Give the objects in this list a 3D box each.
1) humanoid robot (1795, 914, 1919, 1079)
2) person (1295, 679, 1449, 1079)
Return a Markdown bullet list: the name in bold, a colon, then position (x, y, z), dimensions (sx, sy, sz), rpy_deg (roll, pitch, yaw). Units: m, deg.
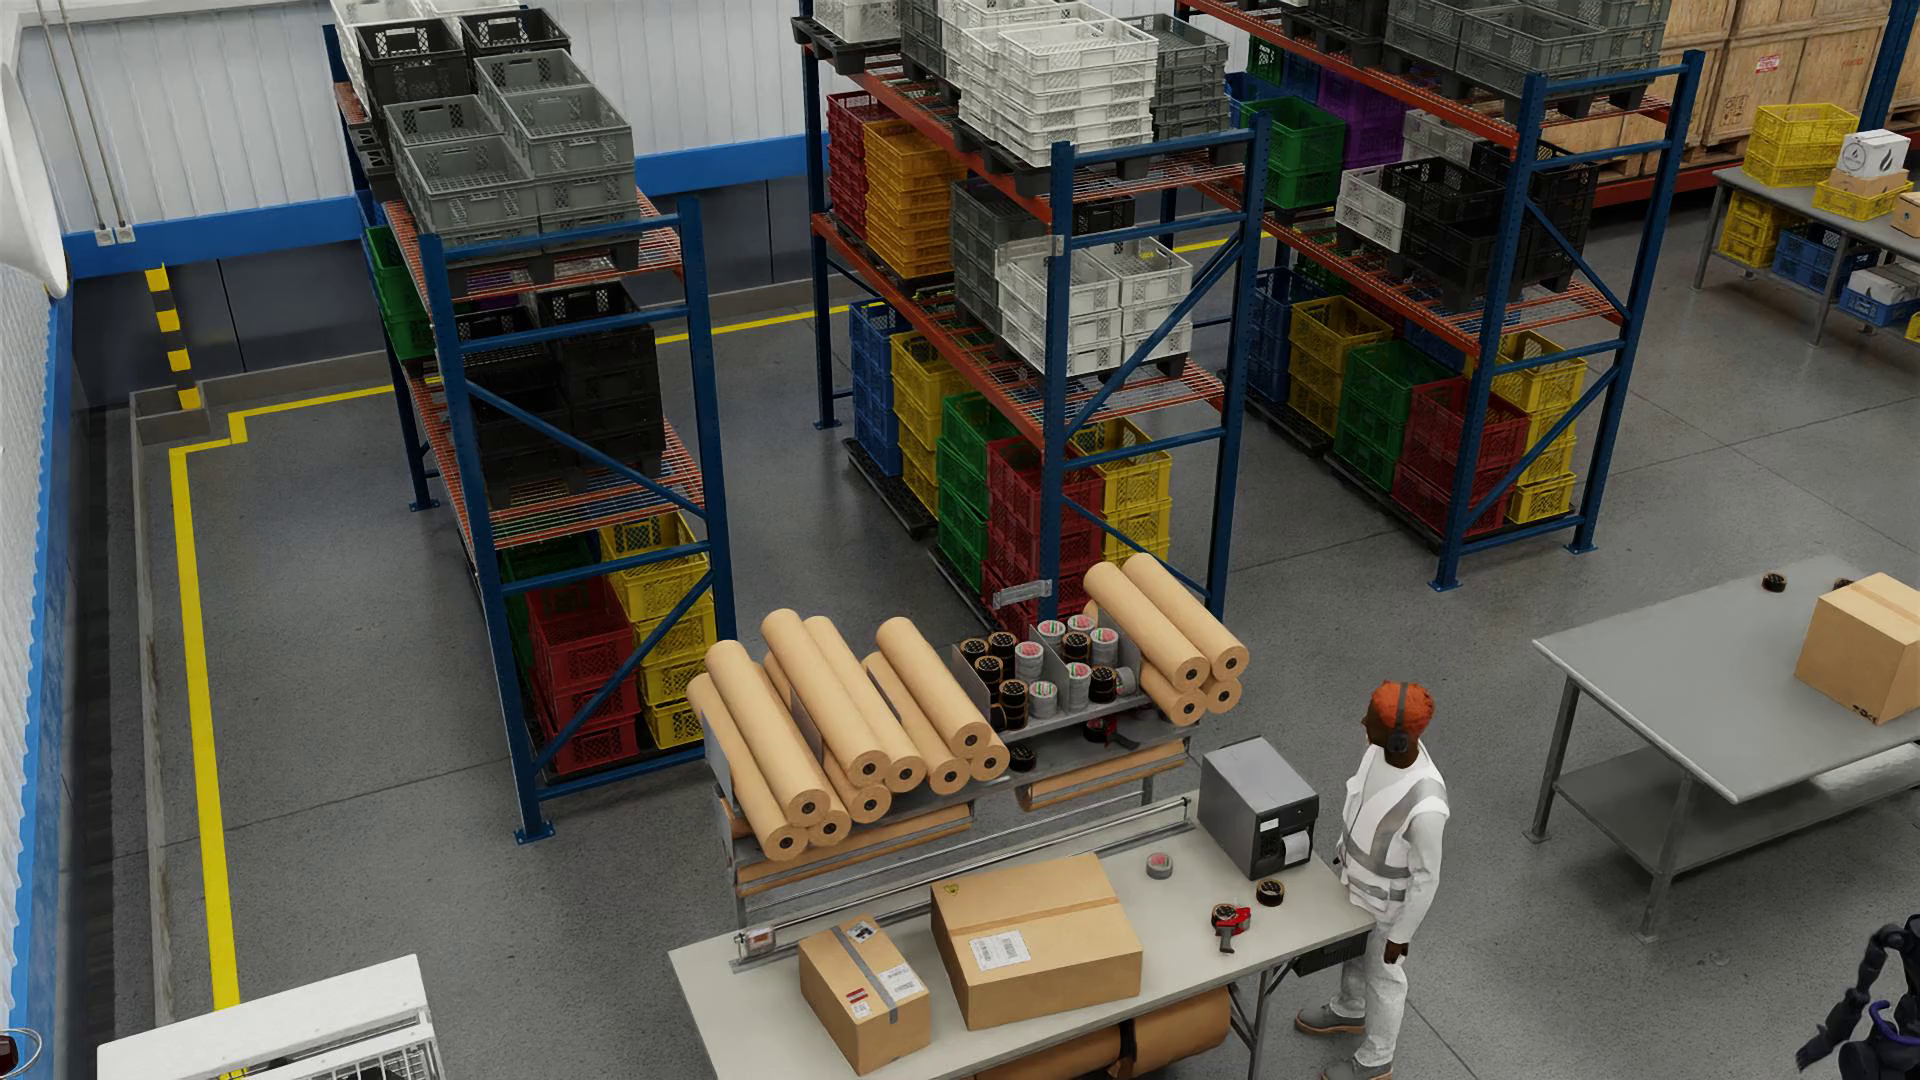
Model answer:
- **humanoid robot**: position (3.276, 1.749, 5.772), dimensions (0.601, 1.657, 0.330), rpy_deg (0, 32, 0)
- **person**: position (1.585, 1.309, 6.306), dimensions (0.338, 1.879, 0.582), rpy_deg (-5, 32, -7)
